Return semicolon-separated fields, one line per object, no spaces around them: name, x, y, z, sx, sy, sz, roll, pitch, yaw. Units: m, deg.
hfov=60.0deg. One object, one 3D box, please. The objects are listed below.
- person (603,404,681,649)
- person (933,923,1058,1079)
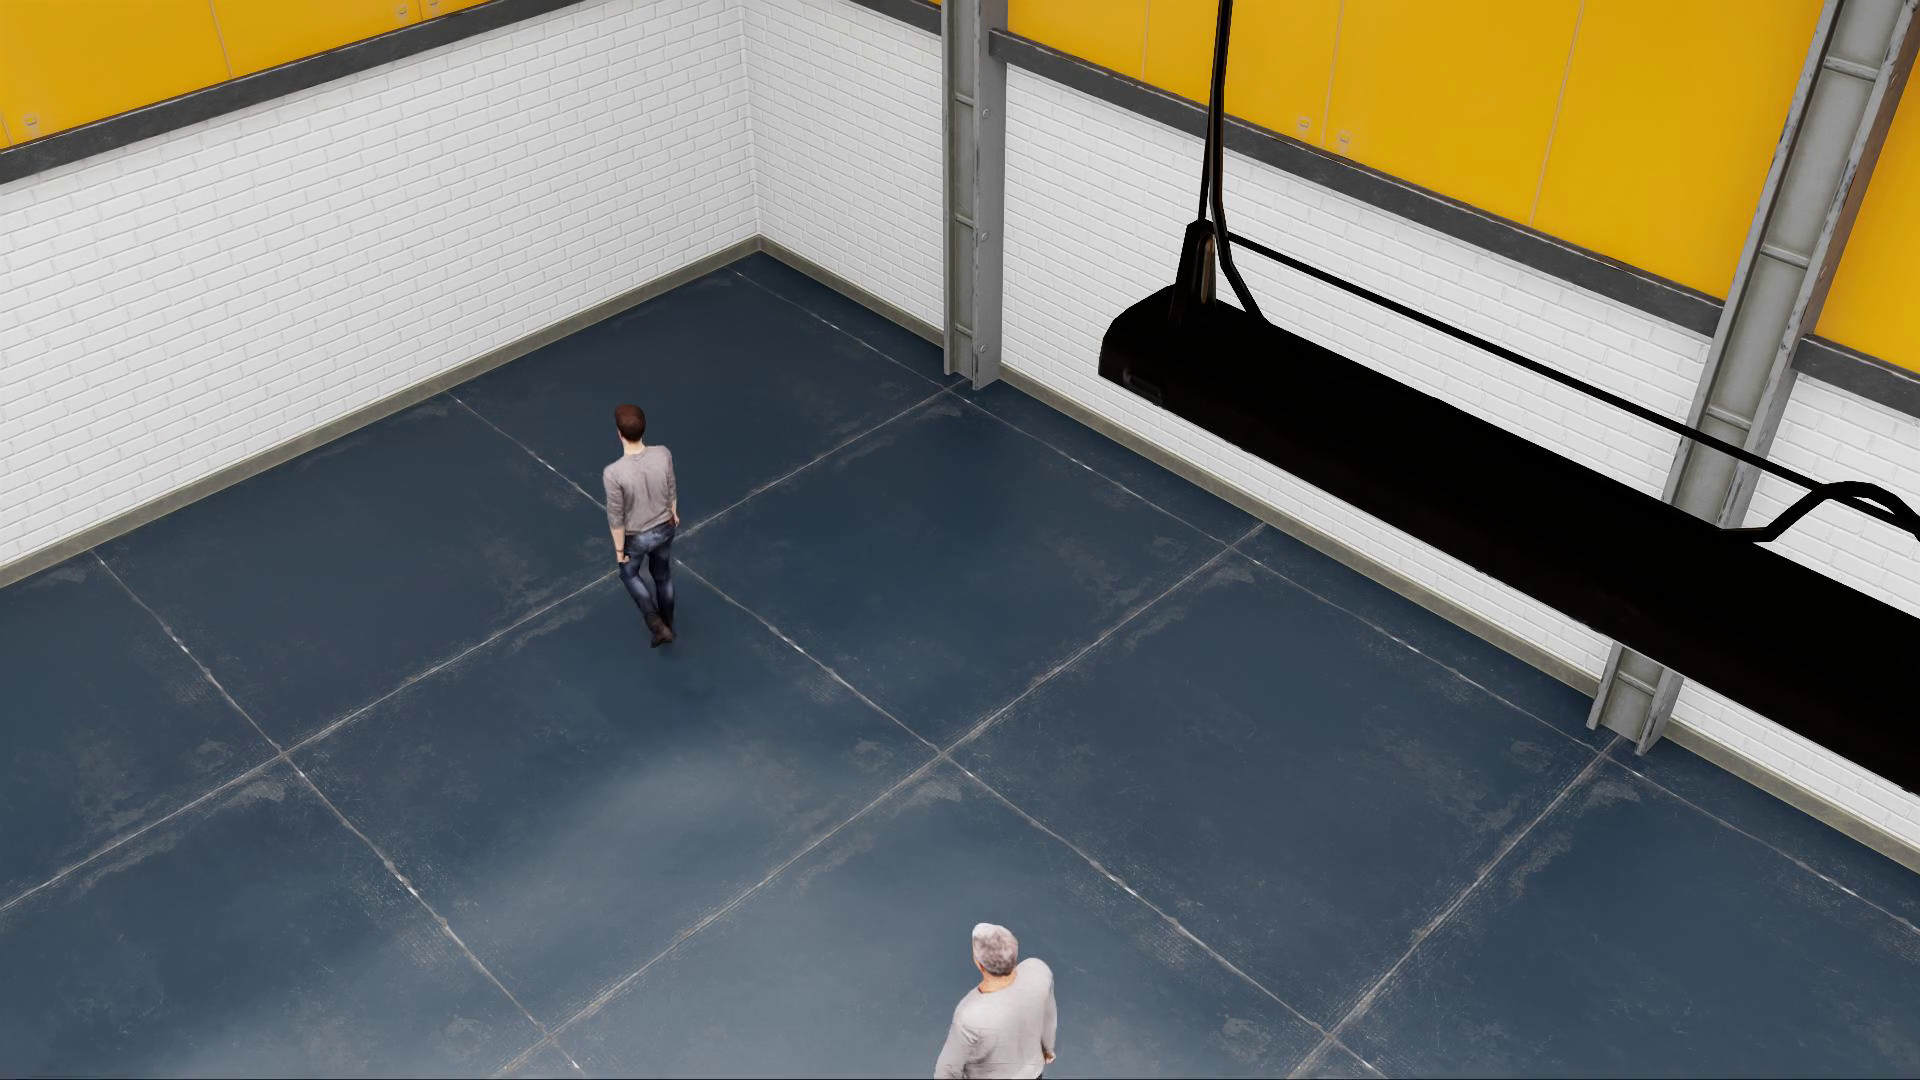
person;-2.019;-0.018;10.924;0.765;1.889;0.819;-23;44;-26
person;0.246;2.530;7.739;0.966;1.883;0.726;32;48;33
